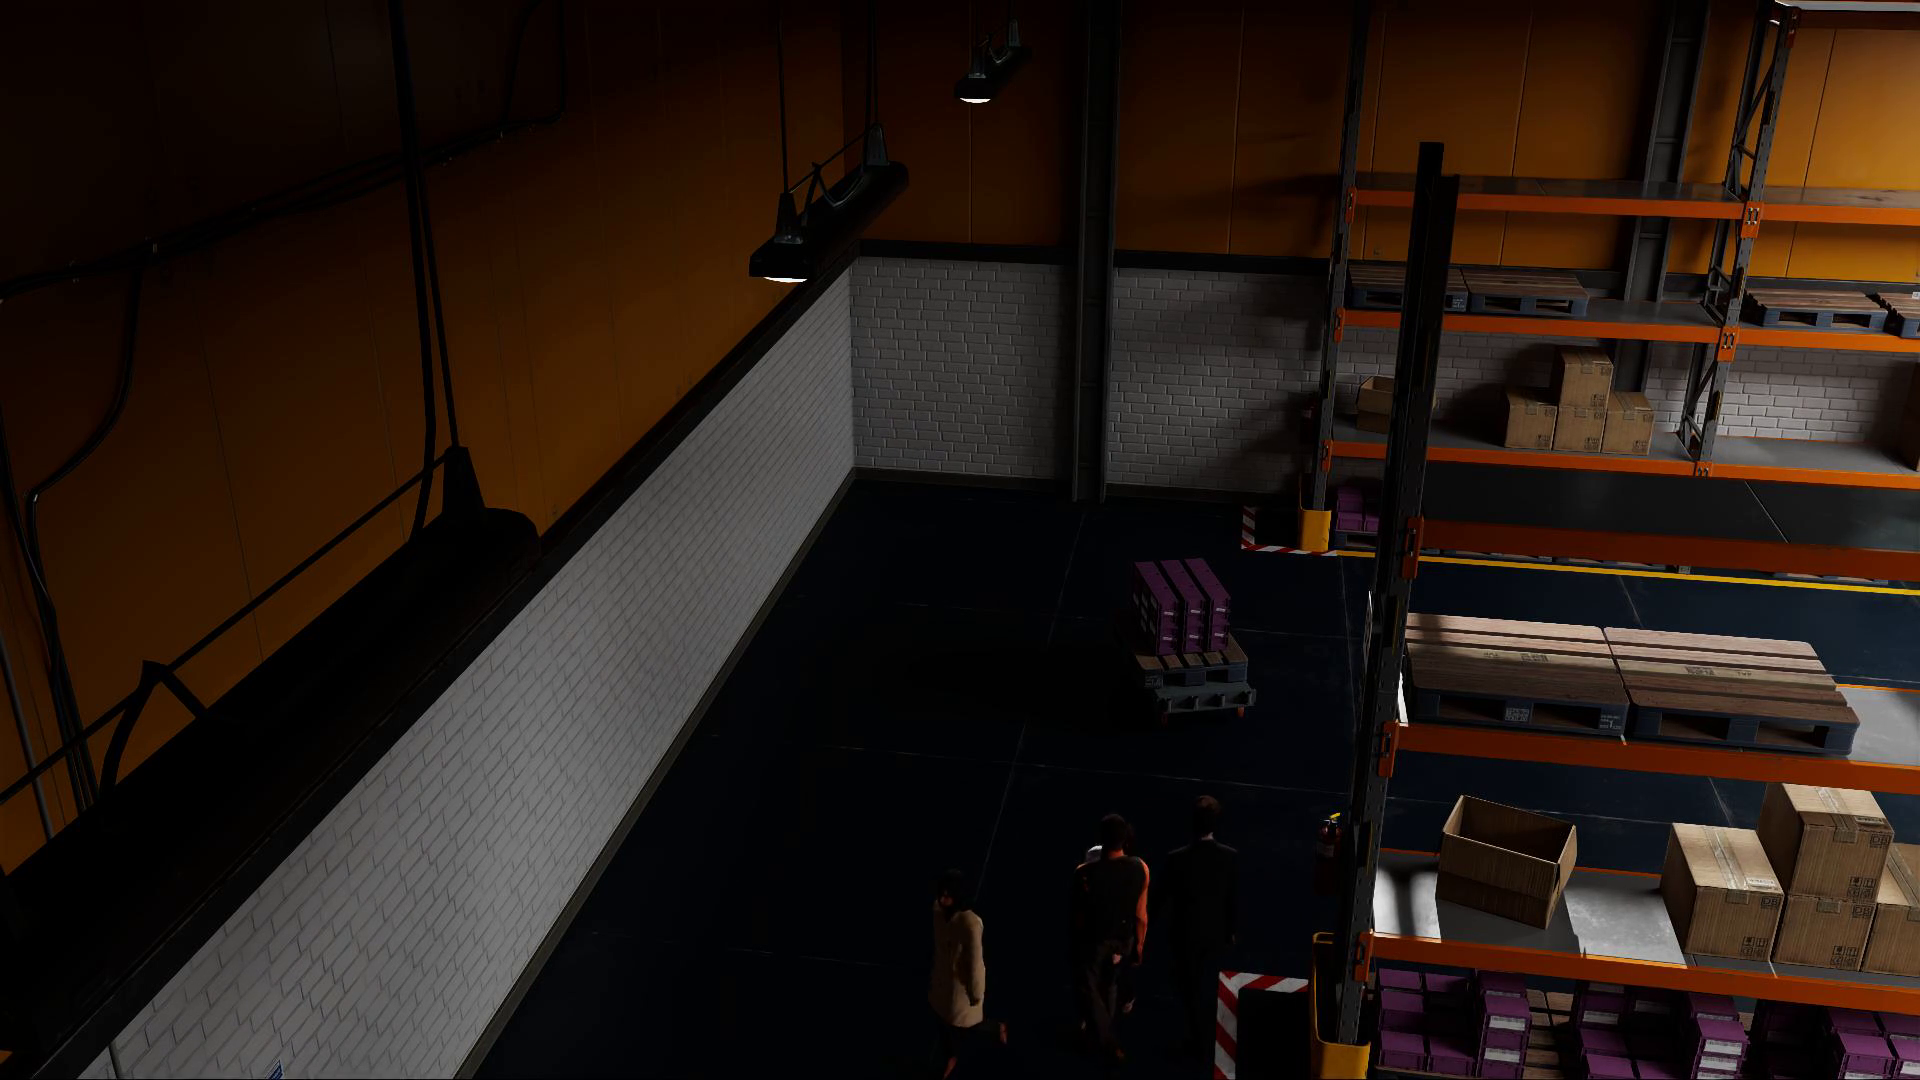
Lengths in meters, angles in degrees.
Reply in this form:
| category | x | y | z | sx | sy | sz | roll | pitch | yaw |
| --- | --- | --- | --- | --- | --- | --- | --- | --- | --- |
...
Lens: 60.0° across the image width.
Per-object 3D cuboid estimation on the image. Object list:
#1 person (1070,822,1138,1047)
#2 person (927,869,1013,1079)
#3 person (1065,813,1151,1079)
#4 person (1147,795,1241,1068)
| category | x | y | z | sx | sy | sz | roll | pitch | yaw |
| --- | --- | --- | --- | --- | --- | --- | --- | --- | --- |
| person | 1.042 | 2.588 | 11.078 | 0.888 | 1.768 | 0.890 | 18 | 29 | 35 |
| person | 0.061 | 2.801 | 10.720 | 0.982 | 1.663 | 0.928 | -14 | 27 | -29 |
| person | 0.962 | 2.665 | 10.751 | 1.051 | 1.888 | 1.001 | -6 | 24 | -13 |
| person | 1.579 | 2.610 | 10.934 | 1.212 | 1.843 | 1.086 | -6 | 24 | -14 |
